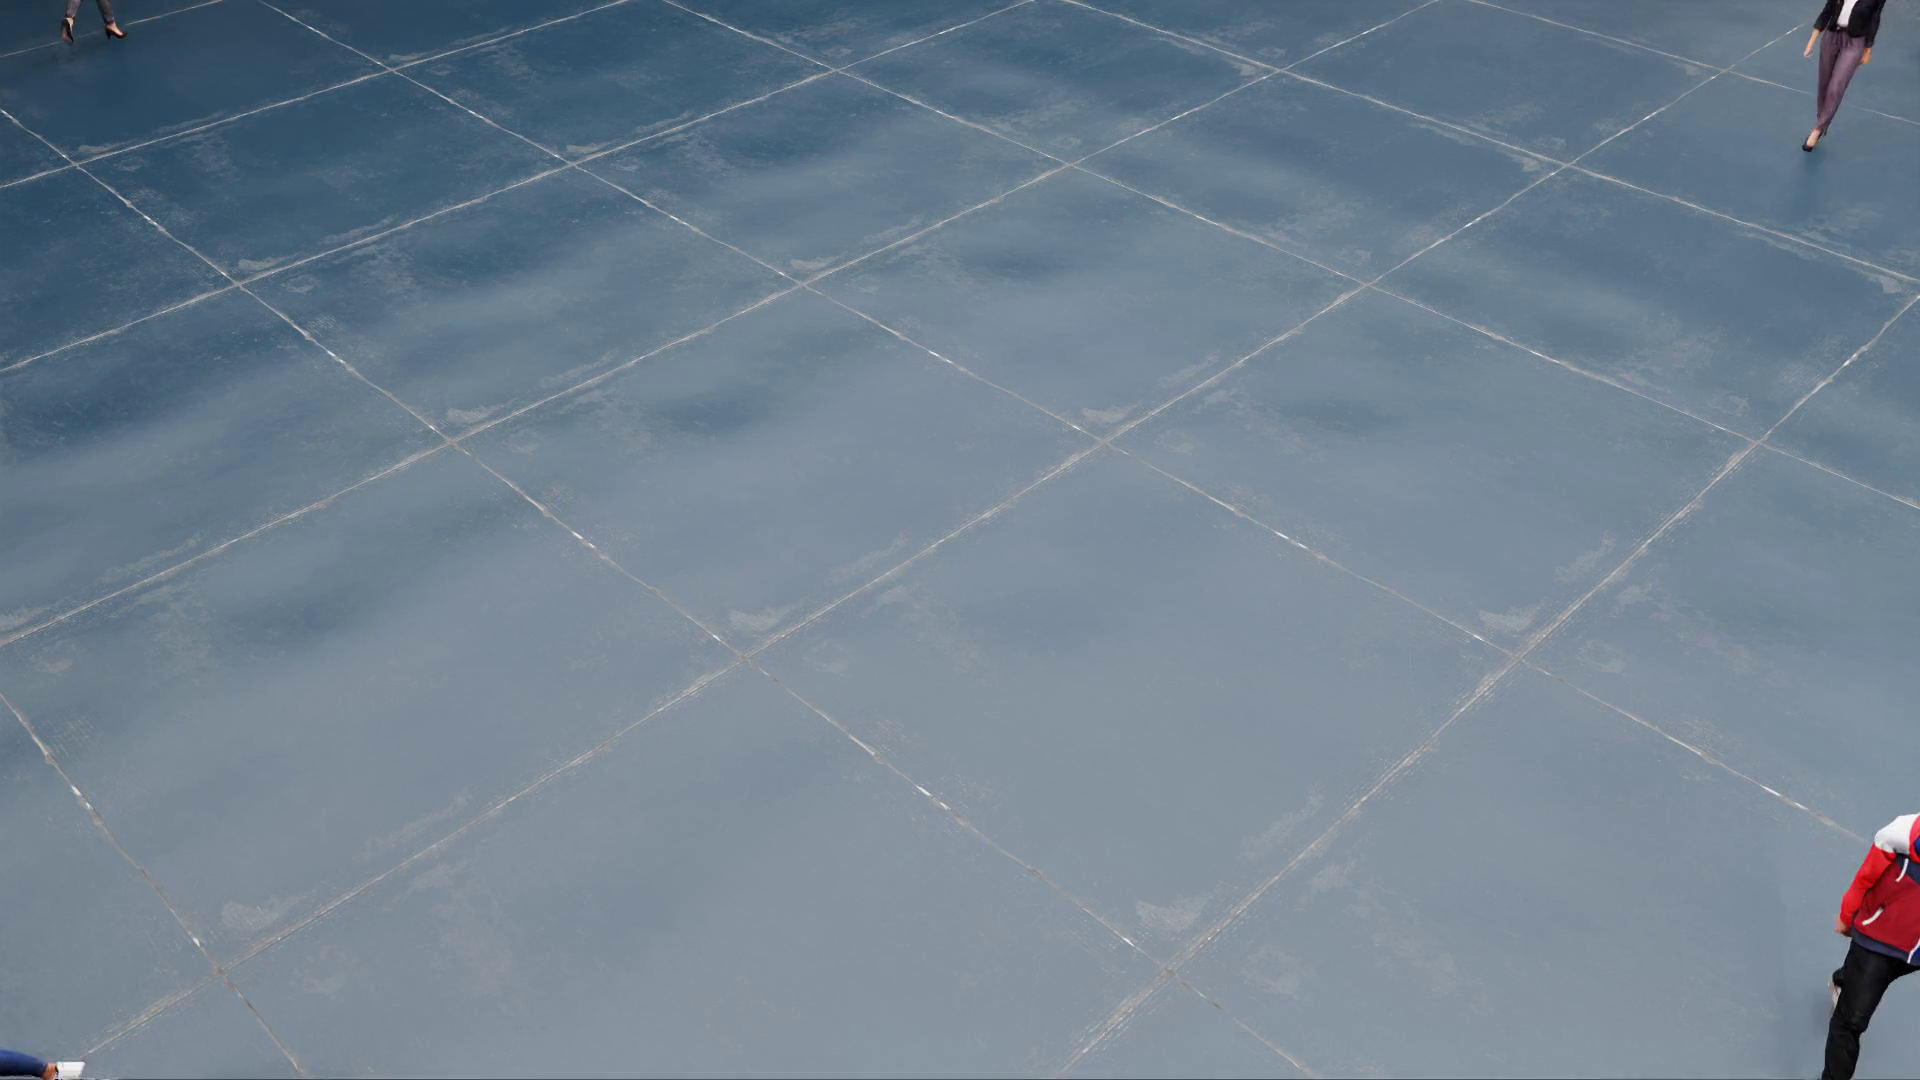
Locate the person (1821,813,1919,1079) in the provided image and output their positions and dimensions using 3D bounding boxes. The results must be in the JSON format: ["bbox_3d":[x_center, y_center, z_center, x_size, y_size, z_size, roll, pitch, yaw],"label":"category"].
[{"bbox_3d":[3.719,1.500,6.585,1.051,1.705,1.277,9,38,11],"label":"person"}]

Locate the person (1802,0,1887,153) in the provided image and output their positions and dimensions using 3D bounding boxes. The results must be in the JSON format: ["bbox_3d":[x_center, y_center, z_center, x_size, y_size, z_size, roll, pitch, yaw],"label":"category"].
[{"bbox_3d":[7.496,-4.162,14.075,0.829,1.652,0.628,-30,46,-33],"label":"person"}]

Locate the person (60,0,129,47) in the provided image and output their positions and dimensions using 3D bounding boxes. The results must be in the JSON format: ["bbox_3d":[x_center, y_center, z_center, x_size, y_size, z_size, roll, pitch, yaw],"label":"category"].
[{"bbox_3d":[-8.424,-5.495,15.795,0.890,1.693,1.079,14,39,17],"label":"person"}]
